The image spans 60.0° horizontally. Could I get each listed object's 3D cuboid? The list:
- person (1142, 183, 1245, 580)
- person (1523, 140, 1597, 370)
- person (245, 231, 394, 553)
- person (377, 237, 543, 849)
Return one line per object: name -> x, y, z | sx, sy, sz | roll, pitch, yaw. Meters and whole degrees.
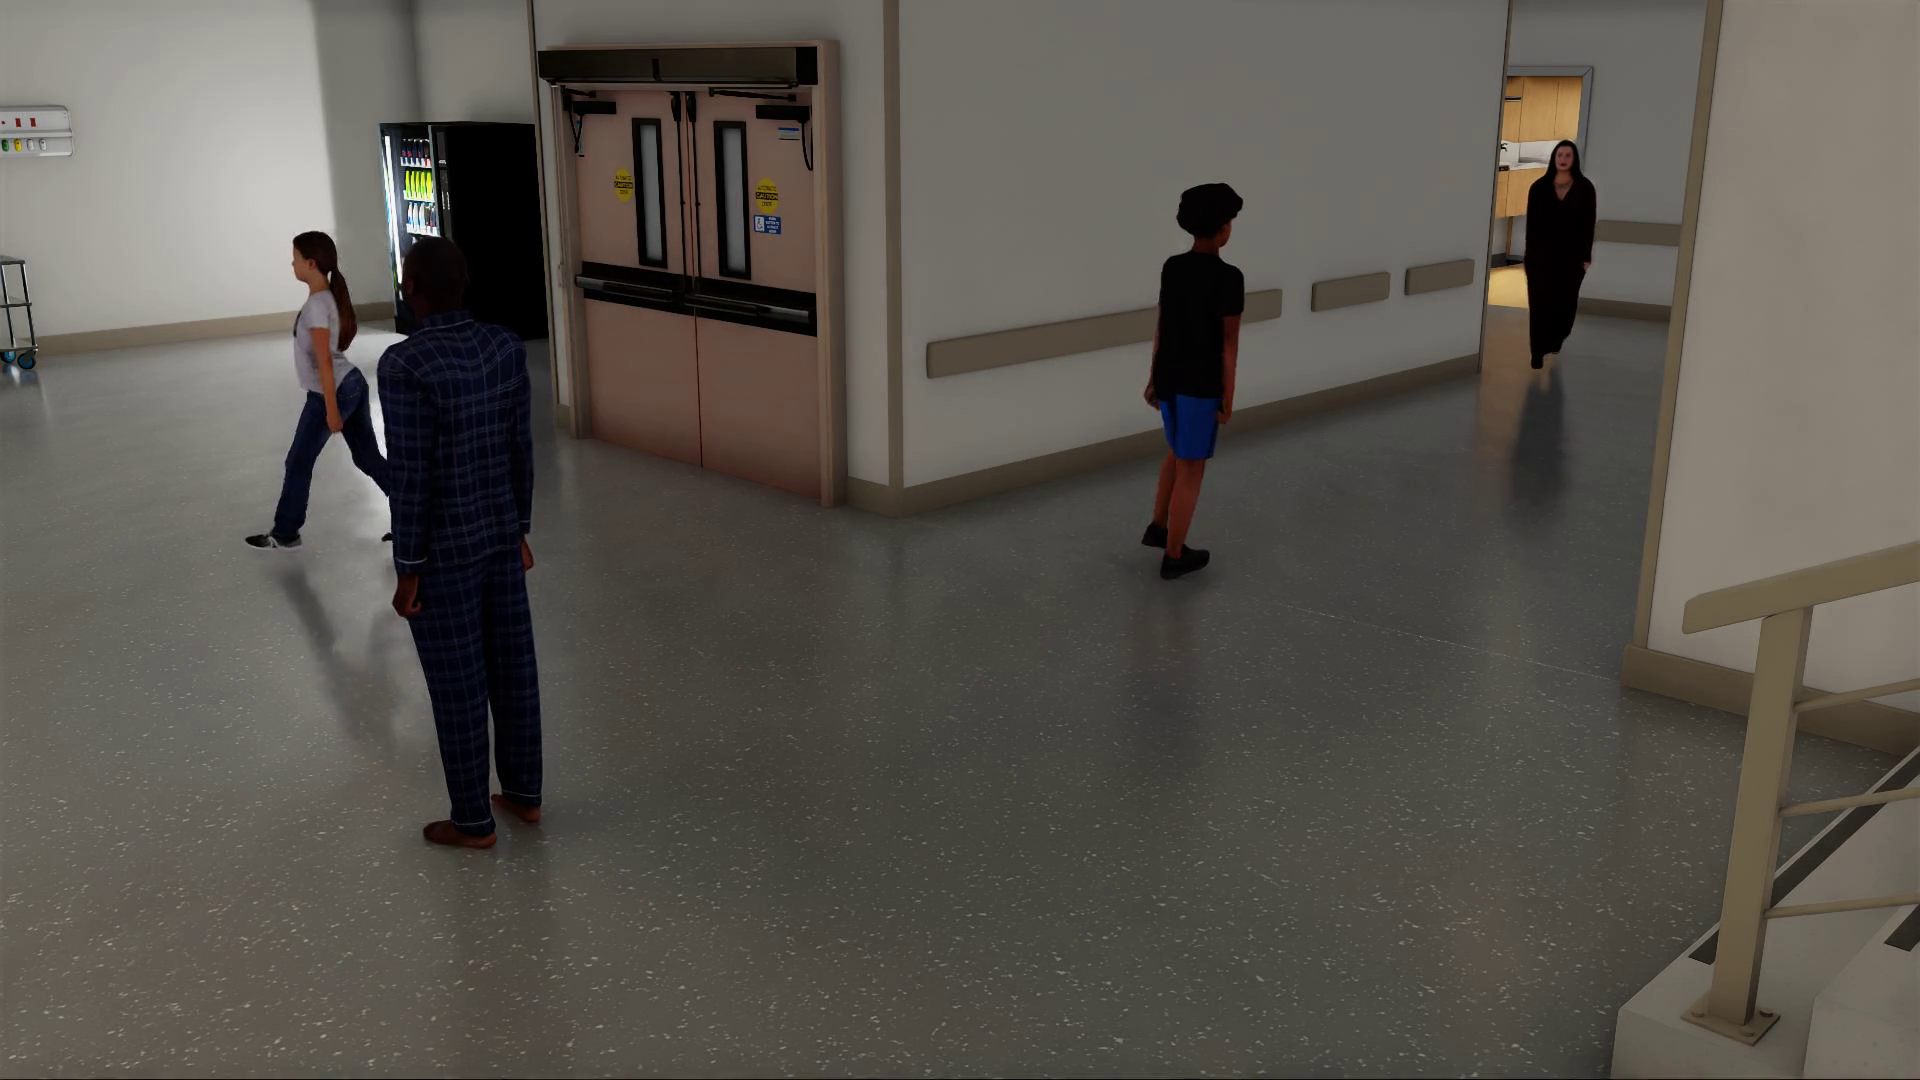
person -> 1.017, -0.709, 7.576 | 0.656, 1.776, 0.577 | -15, 22, -43
person -> 4.677, -2.221, 13.027 | 1.104, 1.728, 1.014 | 5, 17, 18
person -> -2.901, -0.673, 7.917 | 1.081, 1.522, 1.032 | -1, 16, -2
person -> -1.468, 0.016, 4.914 | 0.631, 1.824, 0.697 | 12, 20, 36
